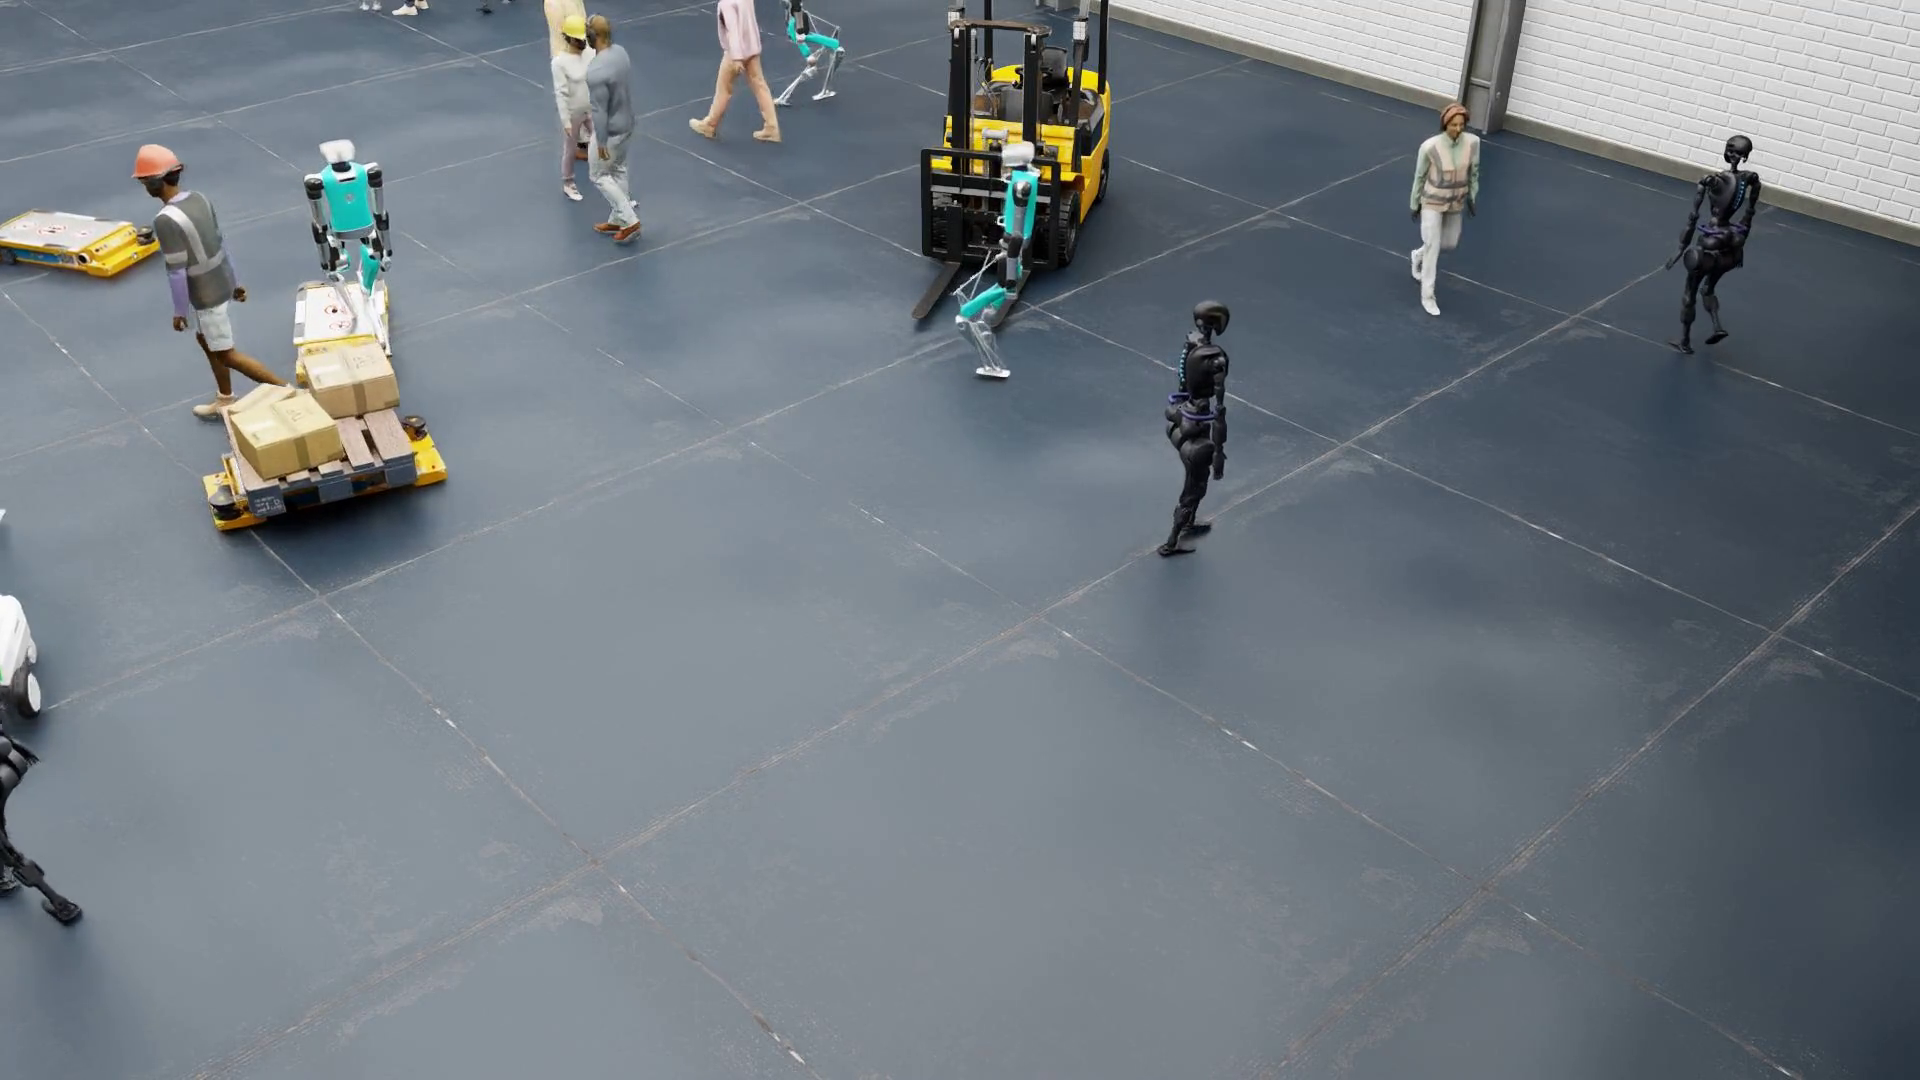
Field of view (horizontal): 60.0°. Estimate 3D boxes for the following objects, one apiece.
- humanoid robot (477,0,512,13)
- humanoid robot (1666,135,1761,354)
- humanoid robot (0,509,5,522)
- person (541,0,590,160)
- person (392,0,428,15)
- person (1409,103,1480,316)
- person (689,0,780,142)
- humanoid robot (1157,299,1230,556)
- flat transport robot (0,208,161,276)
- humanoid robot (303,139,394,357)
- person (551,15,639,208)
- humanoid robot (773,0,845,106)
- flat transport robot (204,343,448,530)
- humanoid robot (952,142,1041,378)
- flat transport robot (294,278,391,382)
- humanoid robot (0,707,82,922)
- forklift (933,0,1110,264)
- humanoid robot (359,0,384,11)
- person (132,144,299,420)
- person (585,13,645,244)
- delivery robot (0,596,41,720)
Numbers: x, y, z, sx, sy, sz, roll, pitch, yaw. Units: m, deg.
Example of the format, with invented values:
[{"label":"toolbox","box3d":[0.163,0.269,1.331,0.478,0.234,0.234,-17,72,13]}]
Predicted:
[{"label":"humanoid robot","box3d":[-5.669,-7.199,20.018,0.603,1.641,0.817,6,33,9]},{"label":"humanoid robot","box3d":[5.531,-2.126,12.156,0.609,1.646,0.406,-9,34,-13]},{"label":"humanoid robot","box3d":[-6.153,-0.727,9.993,0.537,1.836,0.782,-17,37,-25]},{"label":"person","box3d":[-3.678,-4.560,15.711,0.393,1.876,0.554,8,34,12]},{"label":"person","box3d":[-6.700,-7.240,19.847,0.436,1.859,0.792,6,33,9]},{"label":"person","box3d":[3.738,-2.627,12.972,0.521,1.615,0.663,-10,34,-15]},{"label":"person","box3d":[-2.205,-4.720,16.087,0.946,1.730,0.535,12,35,18]},{"label":"humanoid robot","box3d":[1.421,-0.664,9.903,0.446,1.641,0.589,-11,35,-16]},{"label":"flat transport robot","box3d":[-7.555,-2.510,14.032,1.431,0.231,0.659,10,34,15]},{"label":"humanoid robot","box3d":[-4.447,-2.146,12.104,0.530,1.710,1.020,-19,38,-27]},{"label":"person","box3d":[-3.299,-3.742,14.597,0.536,1.711,0.915,-28,42,-36]},{"label":"humanoid robot","box3d":[-1.538,-5.260,16.928,0.918,1.781,0.566,-11,35,-17]},{"label":"flat transport robot","box3d":[-4.147,-0.446,10.859,1.431,0.231,0.659,-16,36,-23]},{"label":"humanoid robot","box3d":[0.202,-1.917,11.816,0.707,1.838,0.552,3,33,5]},{"label":"flat transport robot","box3d":[-4.704,-1.630,12.678,0.659,0.231,1.431,-9,34,-14]},{"label":"humanoid robot","box3d":[-4.380,1.021,7.339,0.620,1.630,0.613,9,34,14]},{"label":"forklift","box3d":[0.570,-3.725,14.138,1.214,2.155,2.313,9,34,13]},{"label":"humanoid robot","box3d":[-7.219,-7.241,19.942,0.535,1.773,0.697,-7,34,-10]},{"label":"person","box3d":[-4.937,-1.675,11.180,0.877,2.001,0.627,-2,33,-3]},{"label":"person","box3d":[-2.955,-3.442,13.950,0.462,1.914,0.652,9,34,13]},{"label":"delivery robot","box3d":[-5.242,0.632,8.926,0.499,0.580,0.776,-10,34,-15]}]
